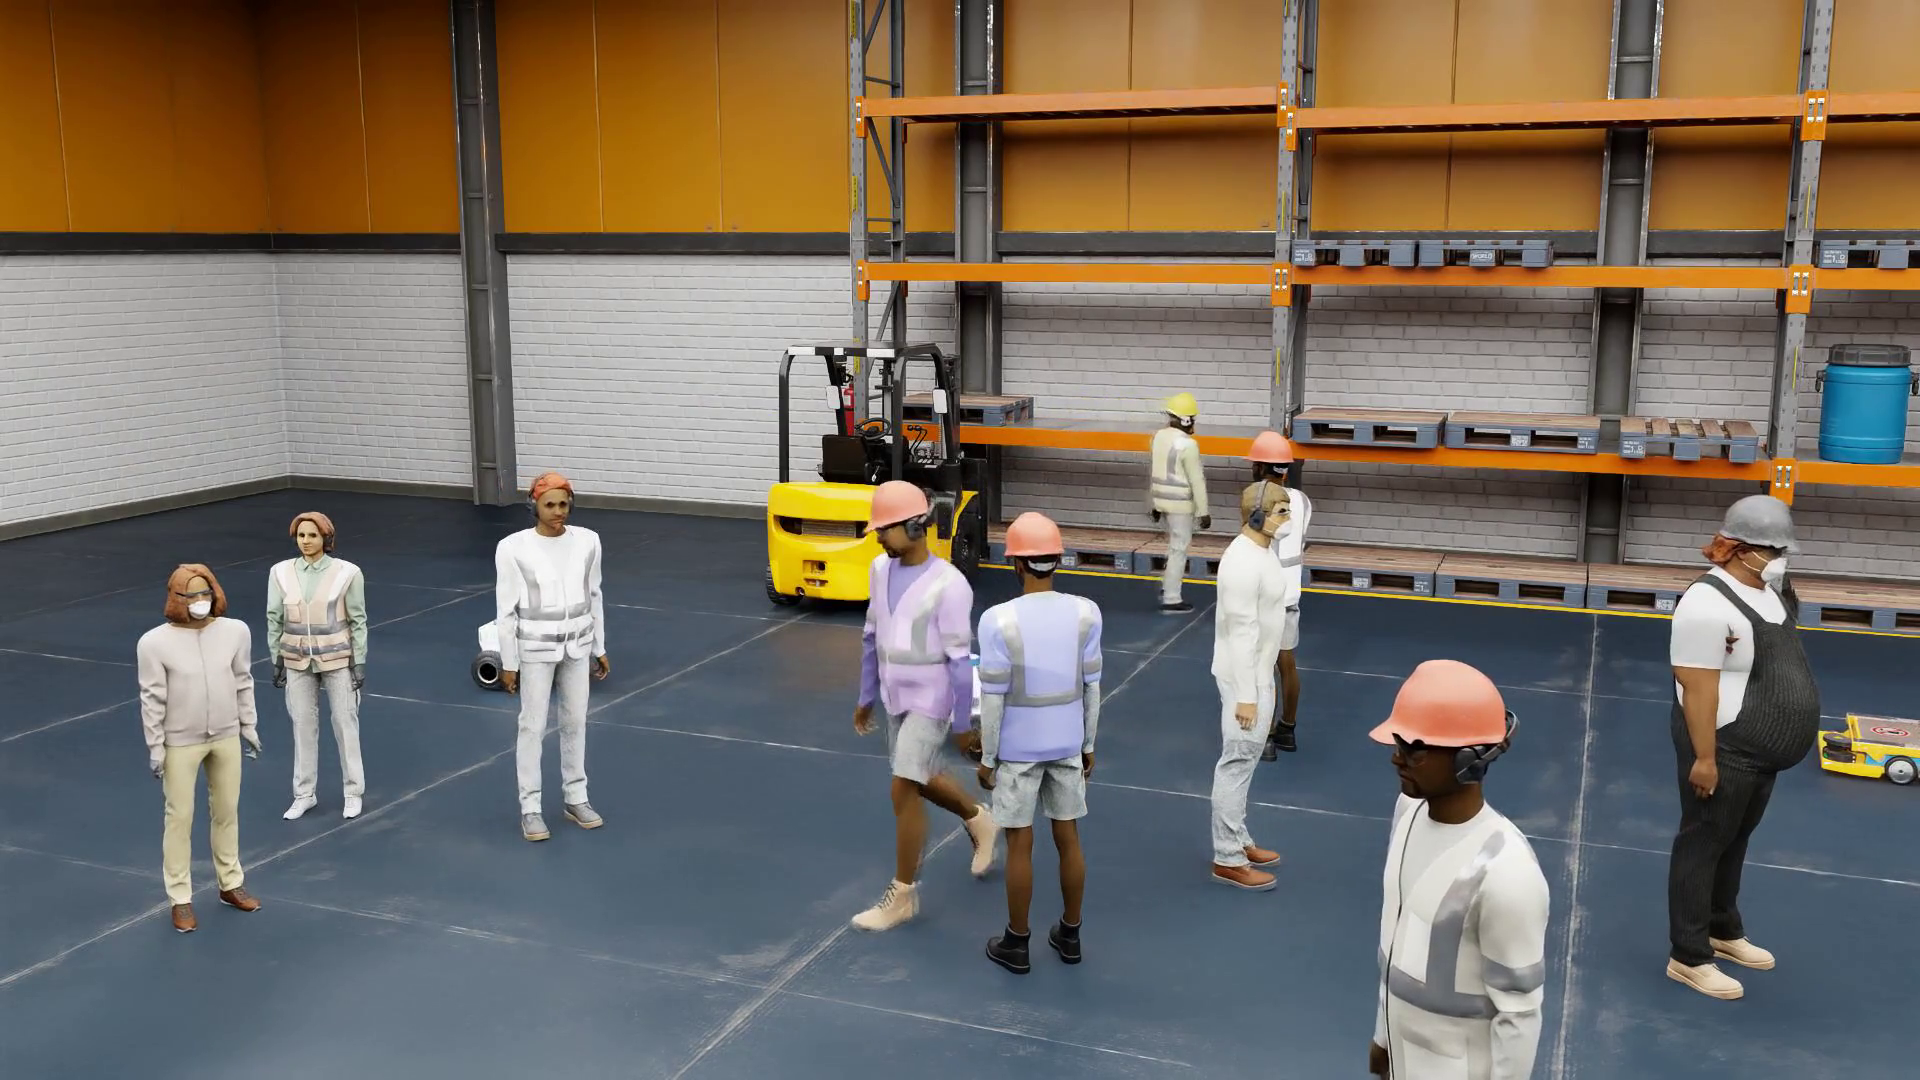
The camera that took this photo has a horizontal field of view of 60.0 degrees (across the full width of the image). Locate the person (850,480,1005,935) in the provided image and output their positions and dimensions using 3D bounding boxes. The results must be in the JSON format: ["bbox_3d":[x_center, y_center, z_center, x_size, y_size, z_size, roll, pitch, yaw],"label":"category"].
[{"bbox_3d":[-0.132,0.703,7.523,0.951,2.004,0.598,-8,13,-39],"label":"person"}]

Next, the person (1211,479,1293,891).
[{"bbox_3d":[1.374,0.669,7.883,0.354,1.936,0.635,3,11,15],"label":"person"}]

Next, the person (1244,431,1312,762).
[{"bbox_3d":[1.808,0.330,9.767,0.364,1.939,0.542,10,14,43],"label":"person"}]

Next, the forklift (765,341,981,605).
[{"bbox_3d":[-0.739,-0.602,14.246,1.214,2.155,2.313,4,11,21],"label":"forklift"}]

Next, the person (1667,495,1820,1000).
[{"bbox_3d":[3.194,0.816,6.775,0.538,2.000,0.682,10,14,44],"label":"person"}]

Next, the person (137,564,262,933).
[{"bbox_3d":[-3.373,0.903,7.422,0.283,1.633,0.501,9,14,42],"label":"person"}]

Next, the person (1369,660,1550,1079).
[{"bbox_3d":[1.174,1.293,4.109,0.393,2.044,0.609,-2,10,-10],"label":"person"}]

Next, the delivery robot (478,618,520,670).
[{"bbox_3d":[-2.910,0.684,11.390,0.707,0.478,0.477,2,10,10],"label":"delivery robot"}]

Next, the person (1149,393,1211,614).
[{"bbox_3d":[1.815,-0.291,13.564,0.483,1.816,0.607,-4,11,-21],"label":"person"}]

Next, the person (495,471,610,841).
[{"bbox_3d":[-2.076,0.581,8.516,0.585,1.882,0.337,-8,13,-38],"label":"person"}]

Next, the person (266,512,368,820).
[{"bbox_3d":[-3.374,0.658,8.763,0.514,1.645,0.307,0,10,-2],"label":"person"}]

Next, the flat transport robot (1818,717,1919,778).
[{"bbox_3d":[5.690,1.221,9.446,1.431,0.197,0.652,5,11,25],"label":"flat transport robot"}]

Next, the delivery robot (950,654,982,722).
[{"bbox_3d":[0.064,0.931,10.010,0.707,0.478,0.477,8,13,39],"label":"delivery robot"}]

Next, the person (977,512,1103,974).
[{"bbox_3d":[0.317,0.842,6.924,0.544,1.936,0.359,-4,11,-21],"label":"person"}]
